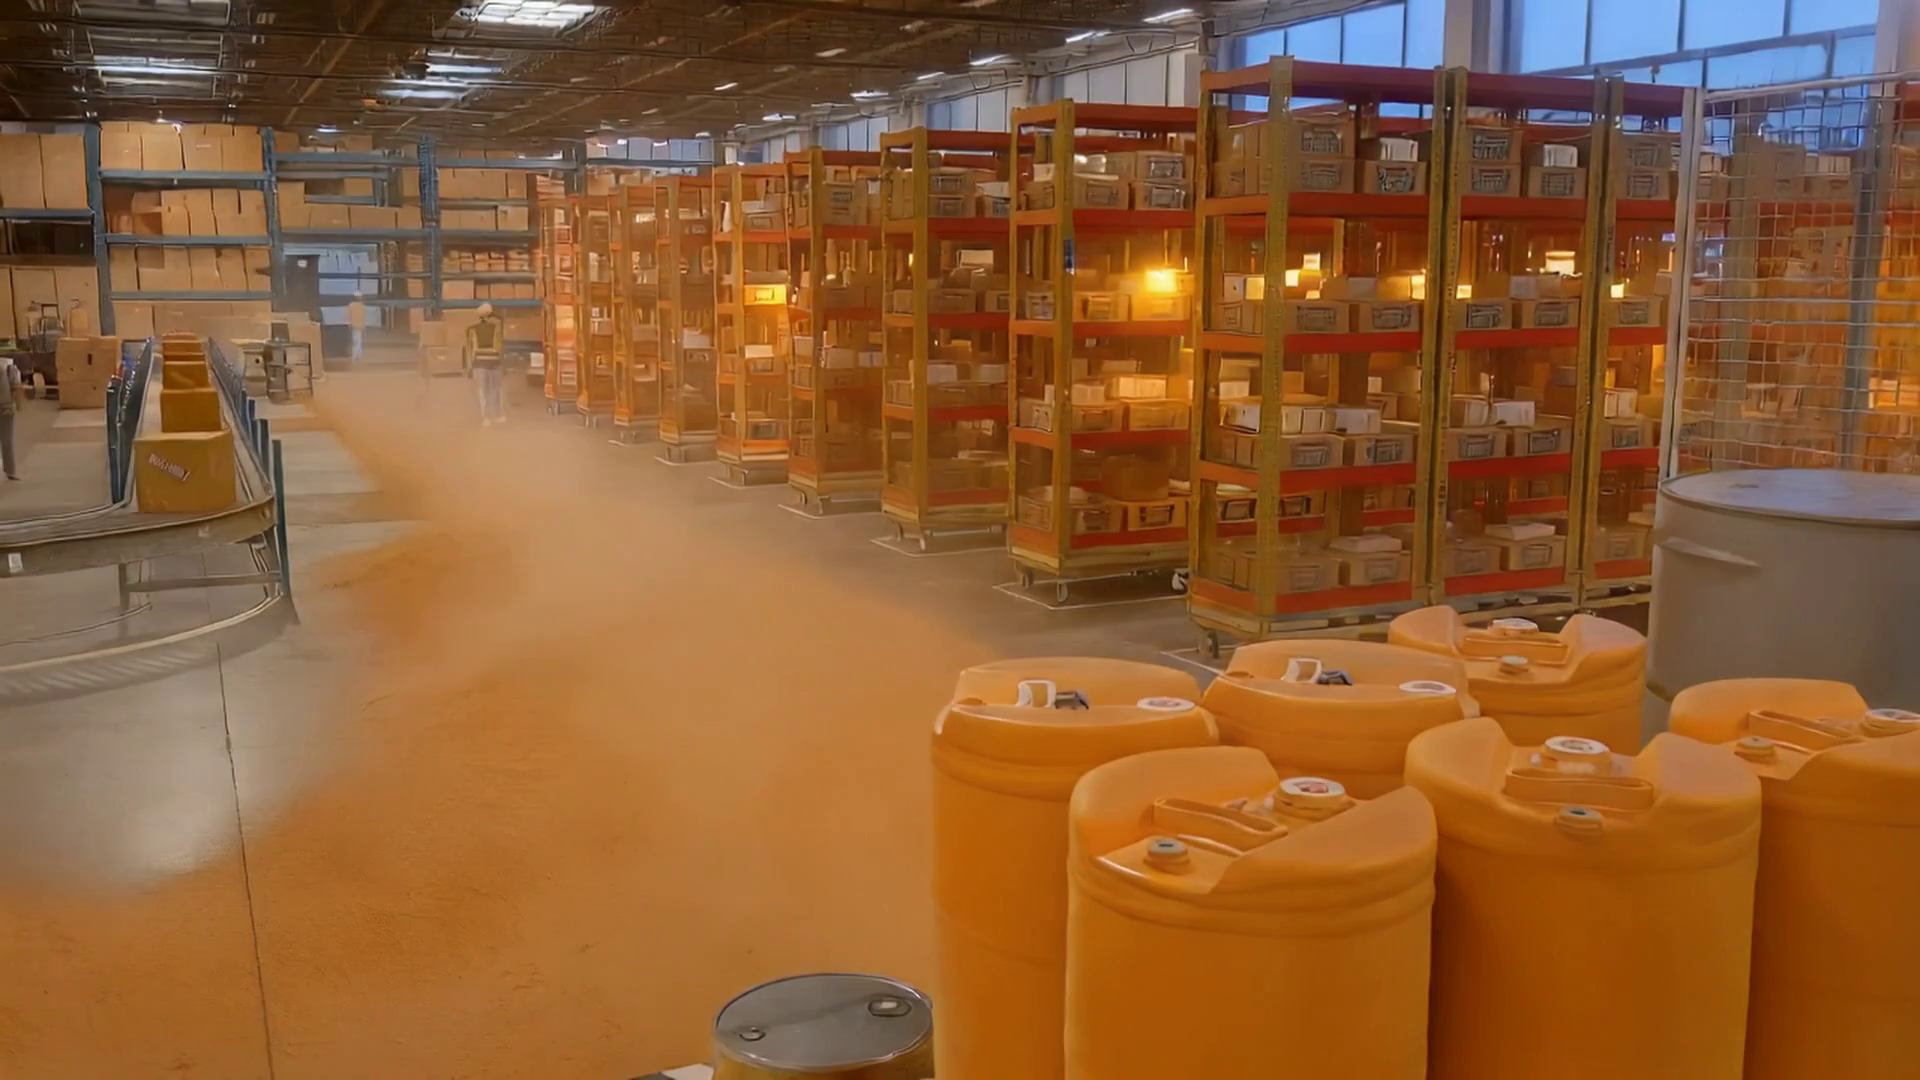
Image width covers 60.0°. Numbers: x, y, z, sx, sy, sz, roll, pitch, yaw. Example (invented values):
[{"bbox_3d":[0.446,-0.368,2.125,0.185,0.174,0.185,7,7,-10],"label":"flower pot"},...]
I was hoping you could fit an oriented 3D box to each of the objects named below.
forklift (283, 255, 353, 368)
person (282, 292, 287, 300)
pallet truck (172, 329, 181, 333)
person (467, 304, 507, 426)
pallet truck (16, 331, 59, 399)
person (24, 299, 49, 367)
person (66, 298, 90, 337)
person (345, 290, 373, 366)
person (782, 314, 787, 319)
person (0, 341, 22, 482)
[{"bbox_3d":[-15.972,-5.555,40.550,1.129,2.768,1.873,6,11,31],"label":"forklift"},{"bbox_3d":[-19.263,-6.196,47.768,0.590,1.833,0.404,5,10,29],"label":"person"},{"bbox_3d":[-17.275,-3.851,35.096,1.601,1.201,0.680,0,9,1],"label":"pallet truck"},{"bbox_3d":[-7.453,-2.774,26.315,0.639,1.896,0.965,0,9,-3],"label":"person"},{"bbox_3d":[-17.082,-3.353,31.781,1.630,1.274,0.653,-4,10,-25],"label":"pallet truck"},{"bbox_3d":[-22.295,-4.934,40.210,0.515,1.752,0.374,-3,10,-16],"label":"person"},{"bbox_3d":[-20.225,-4.635,38.141,0.403,1.822,0.591,4,10,24],"label":"person"},{"bbox_3d":[-15.477,-5.469,42.904,0.930,1.943,0.623,5,10,28],"label":"person"},{"bbox_3d":[-3.531,-4.223,35.525,0.588,1.835,0.403,-1,9,-8],"label":"person"},{"bbox_3d":[-10.991,-1.518,18.956,0.532,1.765,0.328,-8,12,-42],"label":"person"}]
